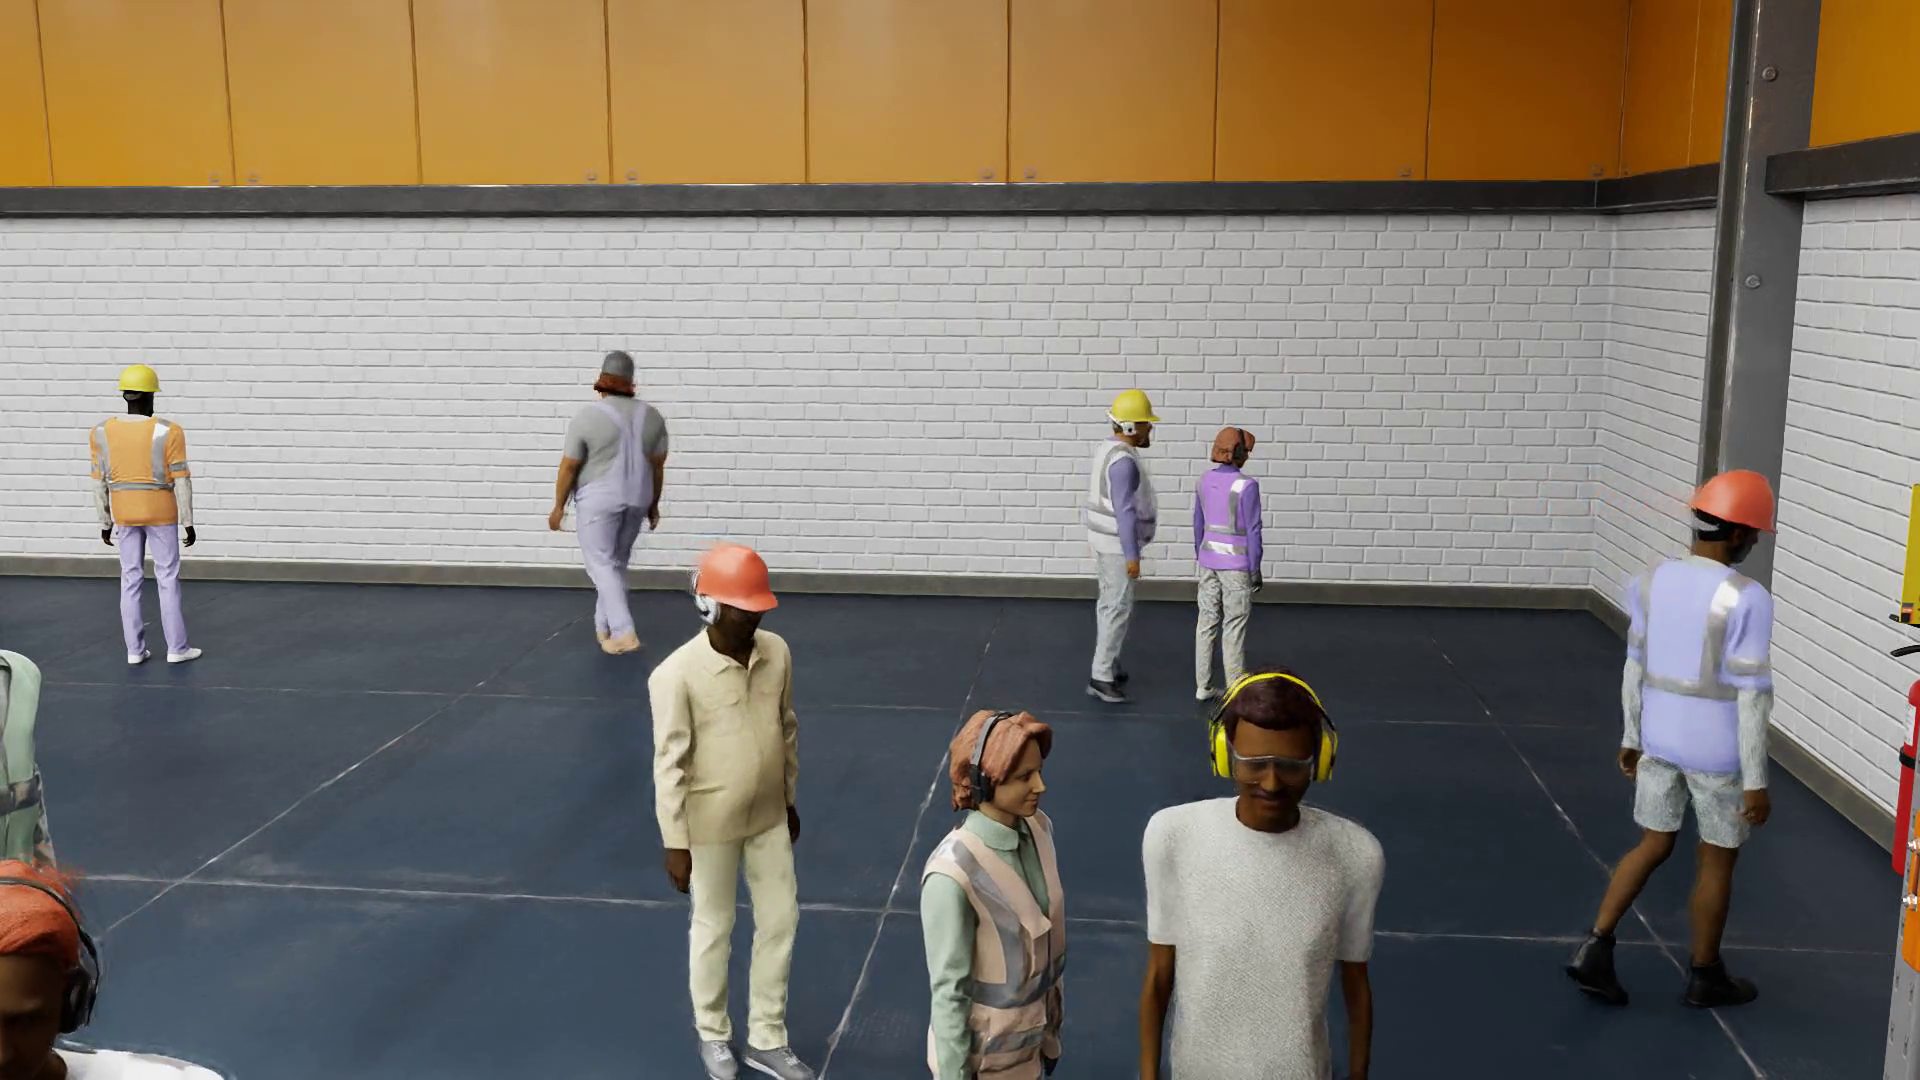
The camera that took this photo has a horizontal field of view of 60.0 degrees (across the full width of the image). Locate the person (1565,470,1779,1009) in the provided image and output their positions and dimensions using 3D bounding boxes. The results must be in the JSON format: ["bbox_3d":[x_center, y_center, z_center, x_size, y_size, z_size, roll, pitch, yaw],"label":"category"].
[{"bbox_3d":[2.495,0.711,5.750,0.587,1.935,0.571,-4,11,-24],"label":"person"}]

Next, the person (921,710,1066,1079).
[{"bbox_3d":[0.079,1.183,3.788,0.306,1.640,0.523,5,11,26],"label":"person"}]

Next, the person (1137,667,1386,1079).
[{"bbox_3d":[0.617,1.136,3.493,0.508,1.841,0.751,2,10,12],"label":"person"}]

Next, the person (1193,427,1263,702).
[{"bbox_3d":[1.551,0.162,9.634,0.312,1.639,0.512,-7,12,-34],"label":"person"}]

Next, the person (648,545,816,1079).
[{"bbox_3d":[-0.684,0.876,5.261,0.464,1.733,0.603,10,14,44],"label":"person"}]

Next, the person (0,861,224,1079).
[{"bbox_3d":[-1.262,1.339,2.262,0.614,1.874,0.405,-1,10,-5],"label":"person"}]

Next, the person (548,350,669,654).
[{"bbox_3d":[-2.309,-0.272,10.971,0.749,2.000,0.700,-10,14,-44],"label":"person"}]

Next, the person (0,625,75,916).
[{"bbox_3d":[-2.578,0.948,4.334,0.392,1.919,0.591,1,10,7],"label":"person"}]

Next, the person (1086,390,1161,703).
[{"bbox_3d":[0.958,0.019,9.923,0.419,1.832,0.711,-1,10,-4],"label":"person"}]

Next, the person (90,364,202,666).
[{"bbox_3d":[-5.188,-0.154,10.617,0.594,1.925,0.377,-1,10,-4],"label":"person"}]
